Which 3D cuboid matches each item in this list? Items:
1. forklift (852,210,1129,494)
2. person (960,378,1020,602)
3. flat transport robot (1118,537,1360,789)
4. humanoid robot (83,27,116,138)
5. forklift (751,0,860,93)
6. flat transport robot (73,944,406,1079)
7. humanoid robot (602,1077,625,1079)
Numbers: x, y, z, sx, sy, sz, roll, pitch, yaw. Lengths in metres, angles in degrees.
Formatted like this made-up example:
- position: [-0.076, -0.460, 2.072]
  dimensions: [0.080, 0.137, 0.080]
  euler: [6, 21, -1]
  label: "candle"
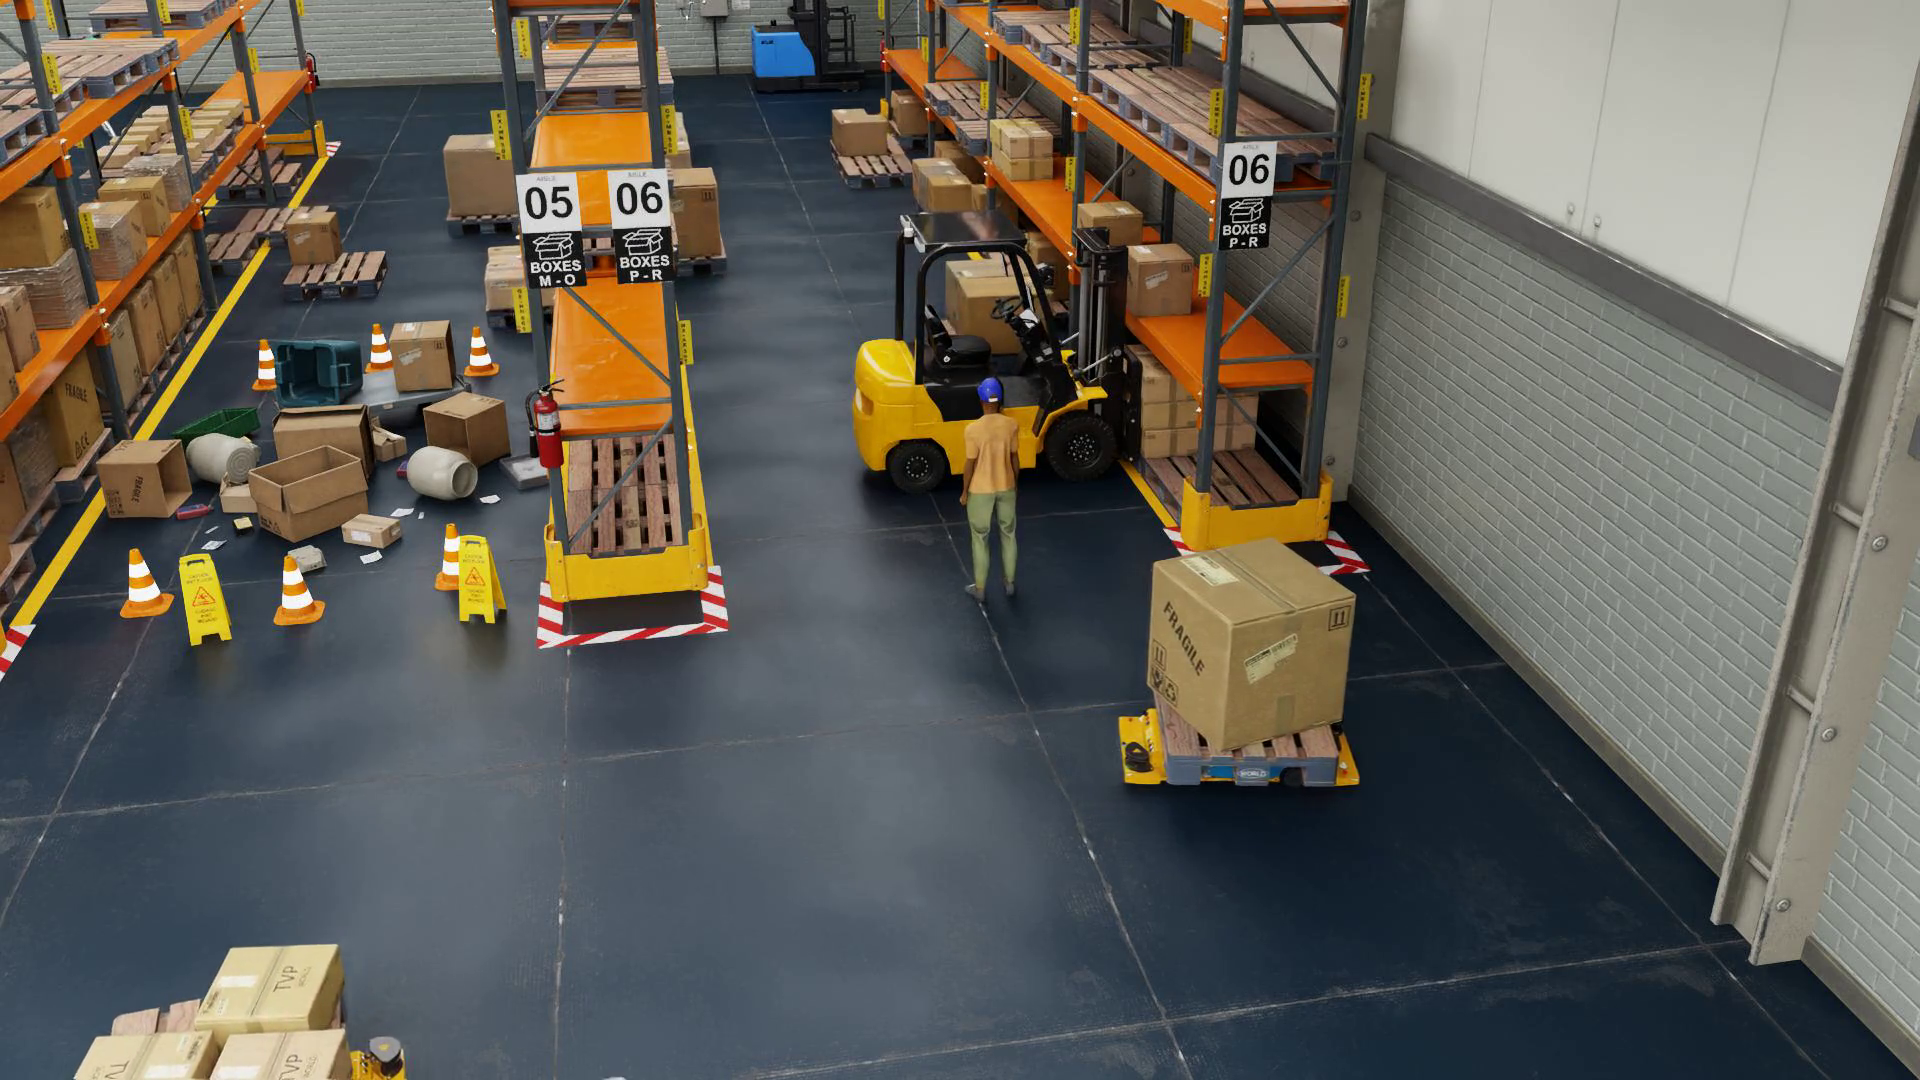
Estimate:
- position: [0.216, -1.659, 14.366]
  dimensions: [2.313, 2.155, 1.214]
  euler: [-5, 26, -10]
  label: "forklift"
- position: [0.215, -0.379, 12.244]
  dimensions: [0.447, 1.717, 0.370]
  euler: [-9, 27, -18]
  label: "person"
- position: [1.734, 1.288, 10.447]
  dimensions: [1.431, 0.231, 0.659]
  euler: [1, 26, 1]
  label: "flat transport robot"
- position: [-13.904, -7.381, 26.888]
  dimensions: [0.556, 1.843, 0.864]
  euler: [-23, 34, -39]
  label: "humanoid robot"
- position: [-2.872, -9.679, 30.288]
  dimensions: [1.873, 2.768, 1.129]
  euler: [-5, 26, -10]
  label: "forklift"
- position: [-3.269, 2.678, 7.552]
  dimensions: [1.431, 0.231, 0.659]
  euler: [-8, 27, -16]
  label: "flat transport robot"
- position: [-1.070, 2.727, 5.767]
  dimensions: [0.532, 1.792, 0.721]
  euler: [-17, 30, -31]
  label: "humanoid robot"
